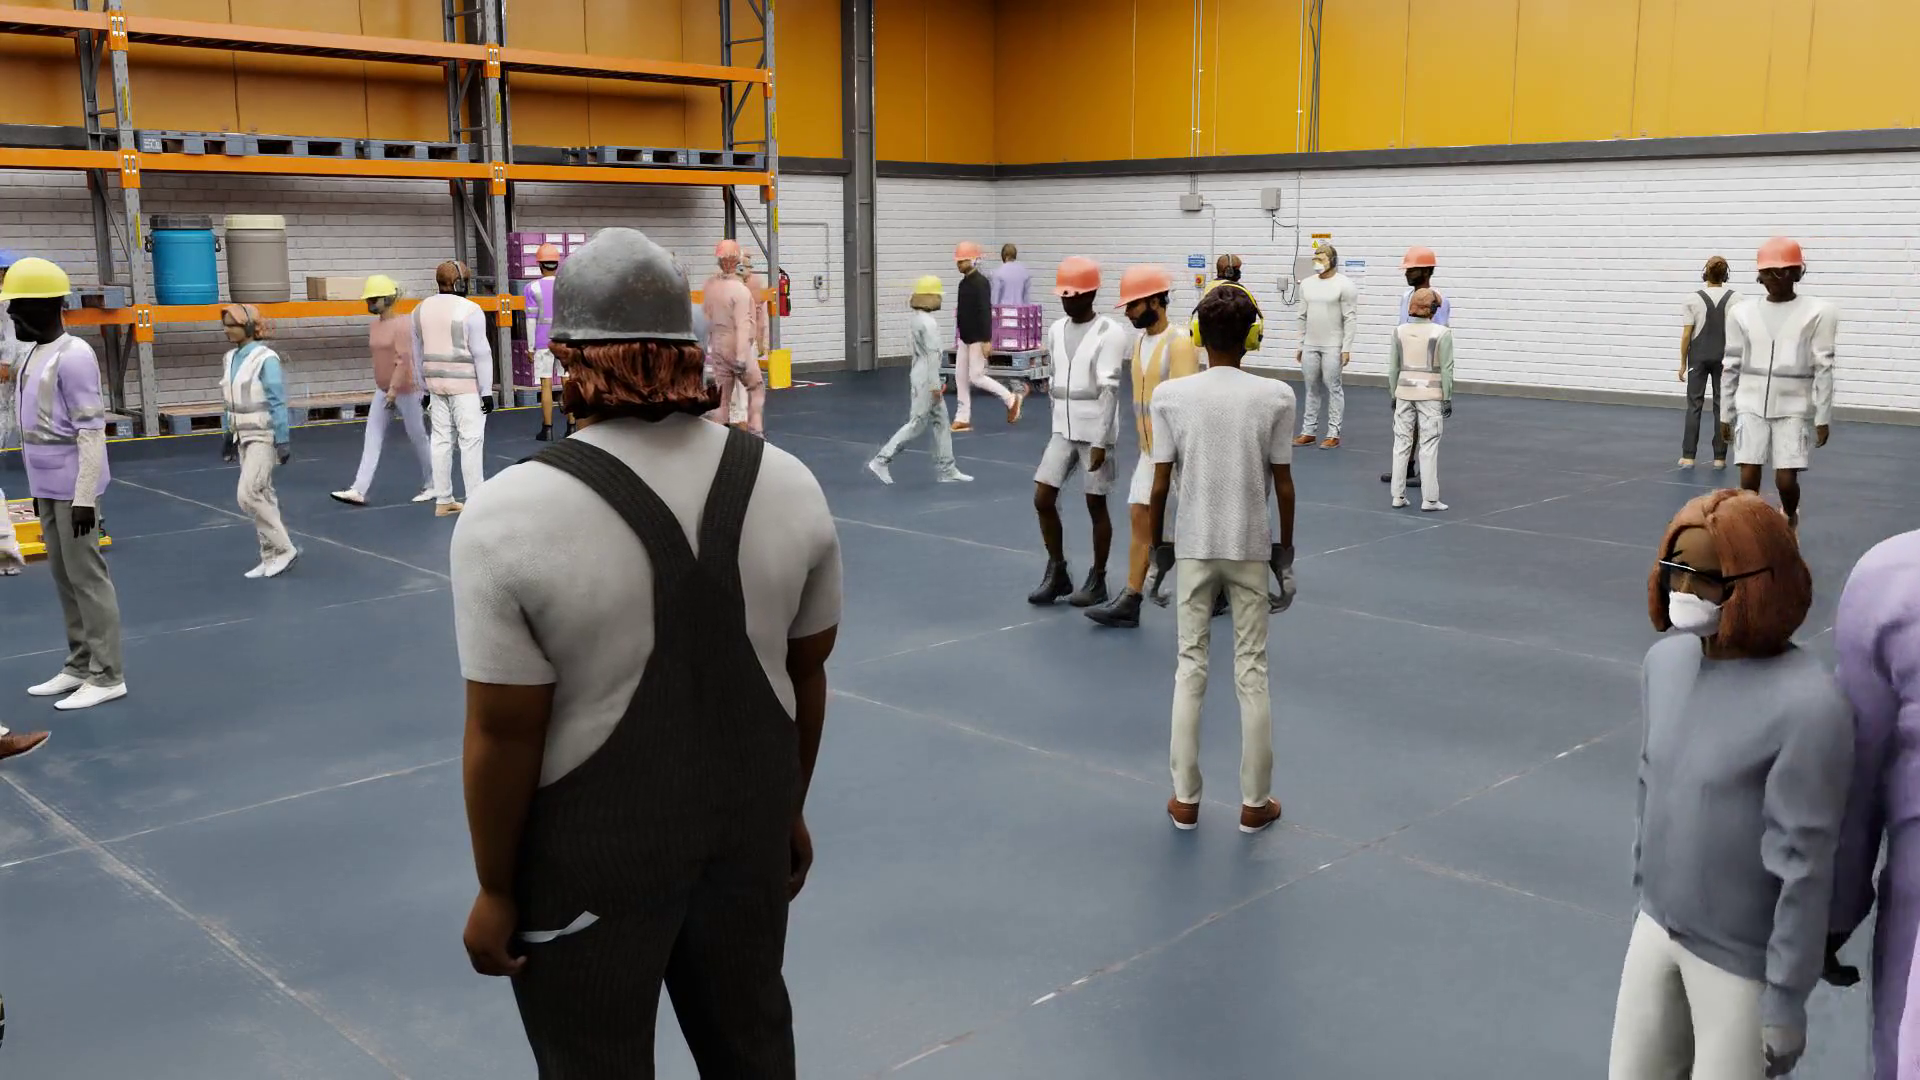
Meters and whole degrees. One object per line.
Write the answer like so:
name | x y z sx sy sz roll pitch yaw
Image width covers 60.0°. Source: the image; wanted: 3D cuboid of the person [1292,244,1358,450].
person | 3.461 -1.829 15.795 0.377 1.940 0.629 -9 14 -42

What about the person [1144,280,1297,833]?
person | 0.887 0.066 5.649 0.519 1.874 0.331 3 11 14

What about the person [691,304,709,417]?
person | -1.885 -0.798 10.296 0.654 1.895 0.913 5 12 26

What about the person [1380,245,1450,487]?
person | 3.688 -1.394 13.425 0.378 1.938 0.547 -4 11 -21

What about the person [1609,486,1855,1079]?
person | 1.360 0.702 2.882 0.584 1.615 0.511 -2 11 -12

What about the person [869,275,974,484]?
person | -0.328 -1.295 13.512 0.836 1.707 0.494 -2 11 -10

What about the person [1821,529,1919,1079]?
person | 1.687 0.627 2.611 0.643 1.876 0.885 5 11 24

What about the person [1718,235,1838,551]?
person | 4.826 -0.779 9.839 0.622 2.022 0.635 9 13 39

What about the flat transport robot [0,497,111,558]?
flat transport robot | -6.170 -0.100 10.916 0.652 0.197 1.431 -10 15 -44

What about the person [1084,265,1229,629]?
person | 1.089 -0.481 8.665 0.949 1.879 0.609 -6 12 -30

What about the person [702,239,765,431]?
person | -2.317 -2.035 16.814 0.648 1.971 0.587 3 11 15

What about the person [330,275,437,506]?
person | -4.286 -1.099 12.419 0.528 1.720 0.882 7 12 33

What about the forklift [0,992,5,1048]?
forklift | -3.245 0.323 3.363 2.313 2.155 1.214 2 11 13

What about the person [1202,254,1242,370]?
person | 2.588 -1.863 16.246 0.429 1.843 0.627 -3 11 -16

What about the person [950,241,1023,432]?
person | 0.218 -2.090 17.157 0.755 1.967 0.644 -5 11 -24

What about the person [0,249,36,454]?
person | -8.093 -1.494 14.056 0.893 1.910 0.628 -10 14 -44

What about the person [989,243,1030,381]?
person | 0.686 -3.139 22.979 0.648 1.922 0.717 -8 13 -36

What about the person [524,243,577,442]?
person | -4.014 -1.938 16.389 0.545 1.940 0.352 -6 12 -31

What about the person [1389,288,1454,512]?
person | 3.386 -1.026 12.238 0.511 1.640 0.309 10 14 44

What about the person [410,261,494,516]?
person | -3.604 -1.076 11.952 0.635 1.842 0.429 4 11 23

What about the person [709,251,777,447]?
person | -2.029 -1.752 15.553 0.742 1.873 0.633 -9 14 -40

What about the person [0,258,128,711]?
person | -3.862 -0.237 7.143 0.594 1.925 0.368 10 14 44

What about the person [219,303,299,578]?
person | -4.154 -0.569 9.763 0.531 1.625 0.373 9 14 41

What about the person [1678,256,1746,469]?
person | 6.507 -1.532 14.434 0.507 1.846 0.345 3 11 17

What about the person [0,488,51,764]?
person | -3.862 0.073 6.366 0.761 1.591 0.516 1 10 6

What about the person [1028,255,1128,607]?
person | 0.623 -0.564 8.962 0.547 1.910 0.595 9 14 40
